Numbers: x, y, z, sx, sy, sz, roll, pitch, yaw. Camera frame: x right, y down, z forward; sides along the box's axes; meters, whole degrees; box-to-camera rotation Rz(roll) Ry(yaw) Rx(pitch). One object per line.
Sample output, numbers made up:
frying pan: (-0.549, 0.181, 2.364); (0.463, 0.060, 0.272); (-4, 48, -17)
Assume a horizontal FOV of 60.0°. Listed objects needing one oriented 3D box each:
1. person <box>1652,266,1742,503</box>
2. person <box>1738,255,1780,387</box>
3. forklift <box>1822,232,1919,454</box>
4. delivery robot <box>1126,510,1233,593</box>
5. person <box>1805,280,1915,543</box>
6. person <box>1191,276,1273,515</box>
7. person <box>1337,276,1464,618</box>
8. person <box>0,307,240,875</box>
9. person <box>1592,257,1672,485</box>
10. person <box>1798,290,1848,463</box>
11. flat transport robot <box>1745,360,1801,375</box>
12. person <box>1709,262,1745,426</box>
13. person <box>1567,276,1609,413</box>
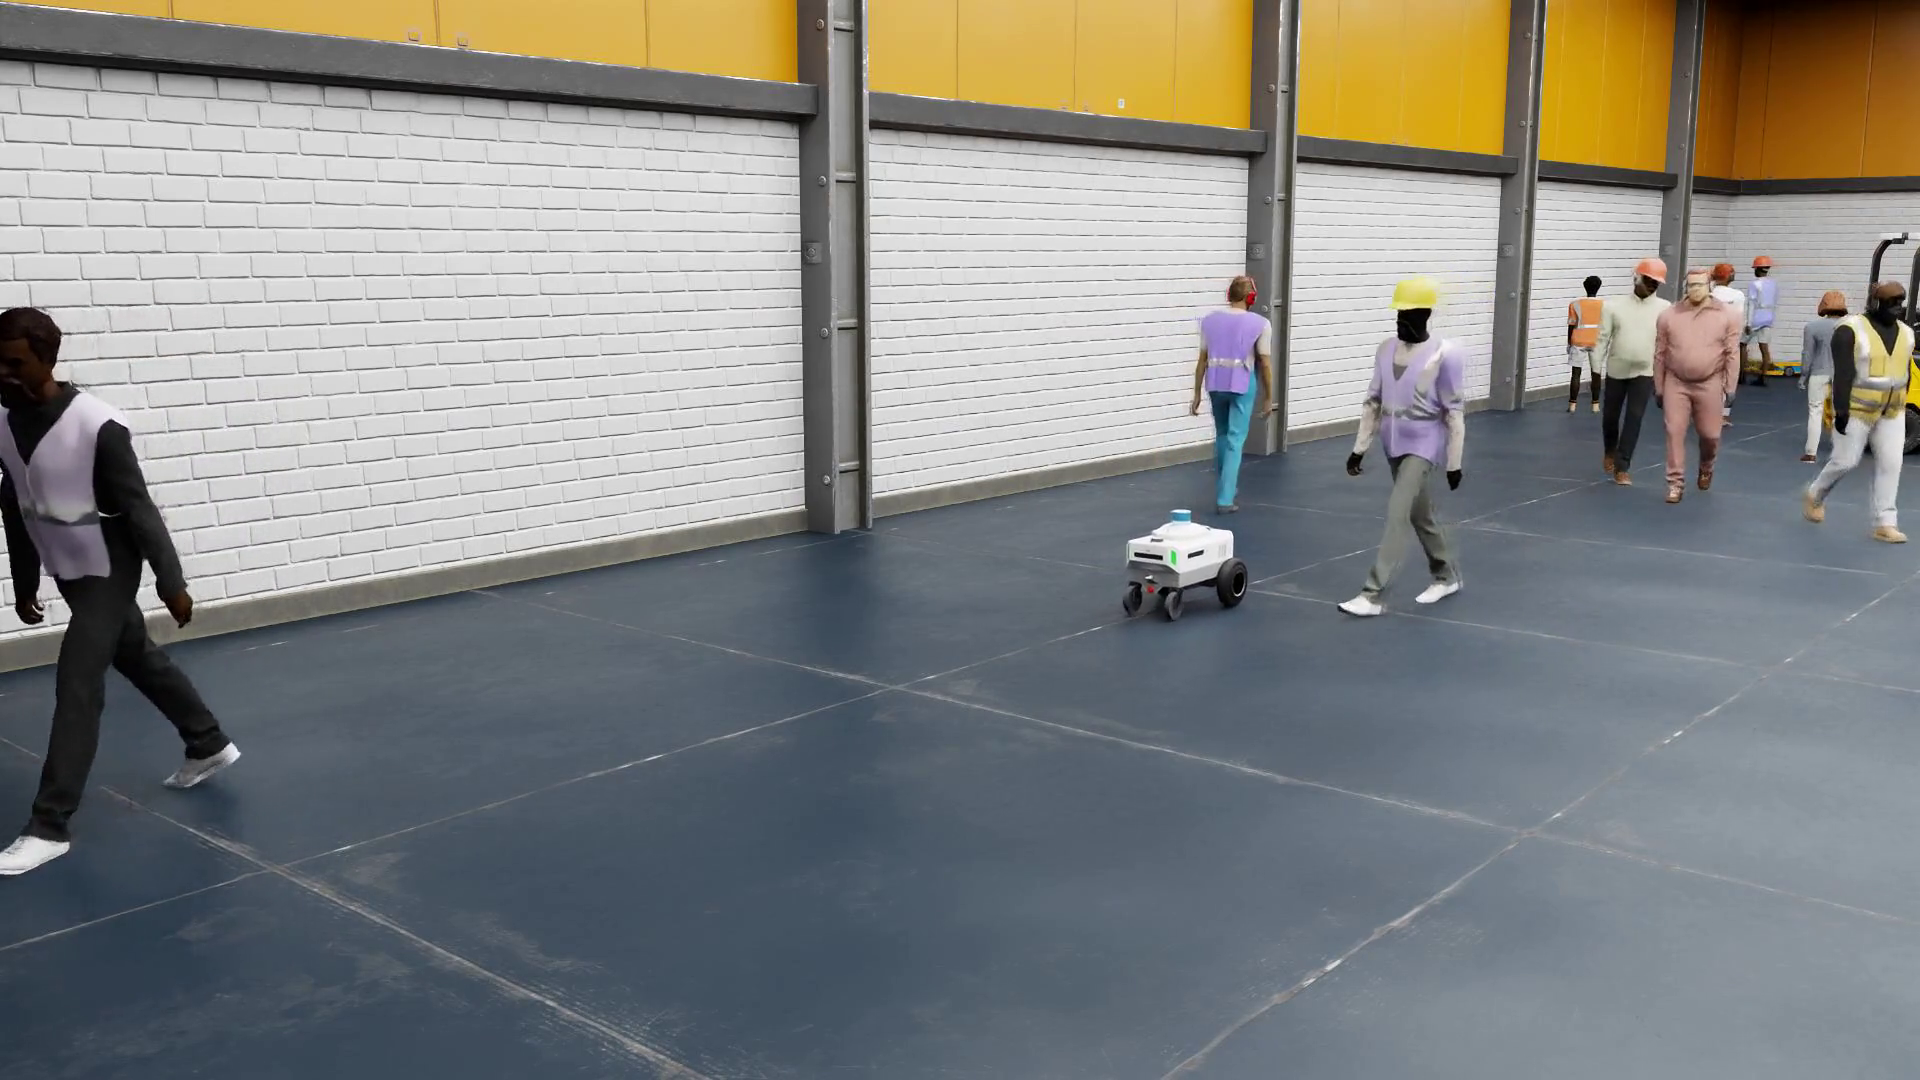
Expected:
person: (5.910, -1.253, 13.376); (0.647, 1.893, 0.674); (5, 11, 27)
person: (11.726, -3.233, 24.566); (0.563, 1.906, 0.764); (-3, 10, -16)
forklift: (9.955, -1.972, 16.595); (2.313, 2.155, 1.214); (1, 10, 8)
delivery robot: (1.236, 0.074, 9.324); (0.477, 0.478, 0.707); (8, 12, 37)
person: (6.356, -0.919, 11.690); (0.616, 1.811, 0.803); (-1, 10, -5)
person: (2.154, -1.124, 12.874); (0.596, 1.799, 0.880); (6, 12, 31)
person: (2.505, -0.520, 9.255); (1.009, 1.876, 0.593); (-5, 11, -26)
person: (-2.977, 0.113, 5.759); (0.641, 1.847, 1.076); (6, 11, 29)
person: (5.843, -1.480, 14.491); (0.634, 1.955, 0.838); (3, 10, 18)
person: (8.186, -1.532, 15.686); (0.498, 1.632, 0.286); (2, 10, 13)
flat transport robot: (13.367, -2.756, 26.534); (1.431, 0.197, 0.652); (-1, 10, -4)
person: (8.591, -2.205, 18.850); (0.580, 1.861, 0.652); (9, 13, 41)
person: (7.741, -2.403, 20.483); (0.530, 1.691, 0.318); (3, 10, 14)
